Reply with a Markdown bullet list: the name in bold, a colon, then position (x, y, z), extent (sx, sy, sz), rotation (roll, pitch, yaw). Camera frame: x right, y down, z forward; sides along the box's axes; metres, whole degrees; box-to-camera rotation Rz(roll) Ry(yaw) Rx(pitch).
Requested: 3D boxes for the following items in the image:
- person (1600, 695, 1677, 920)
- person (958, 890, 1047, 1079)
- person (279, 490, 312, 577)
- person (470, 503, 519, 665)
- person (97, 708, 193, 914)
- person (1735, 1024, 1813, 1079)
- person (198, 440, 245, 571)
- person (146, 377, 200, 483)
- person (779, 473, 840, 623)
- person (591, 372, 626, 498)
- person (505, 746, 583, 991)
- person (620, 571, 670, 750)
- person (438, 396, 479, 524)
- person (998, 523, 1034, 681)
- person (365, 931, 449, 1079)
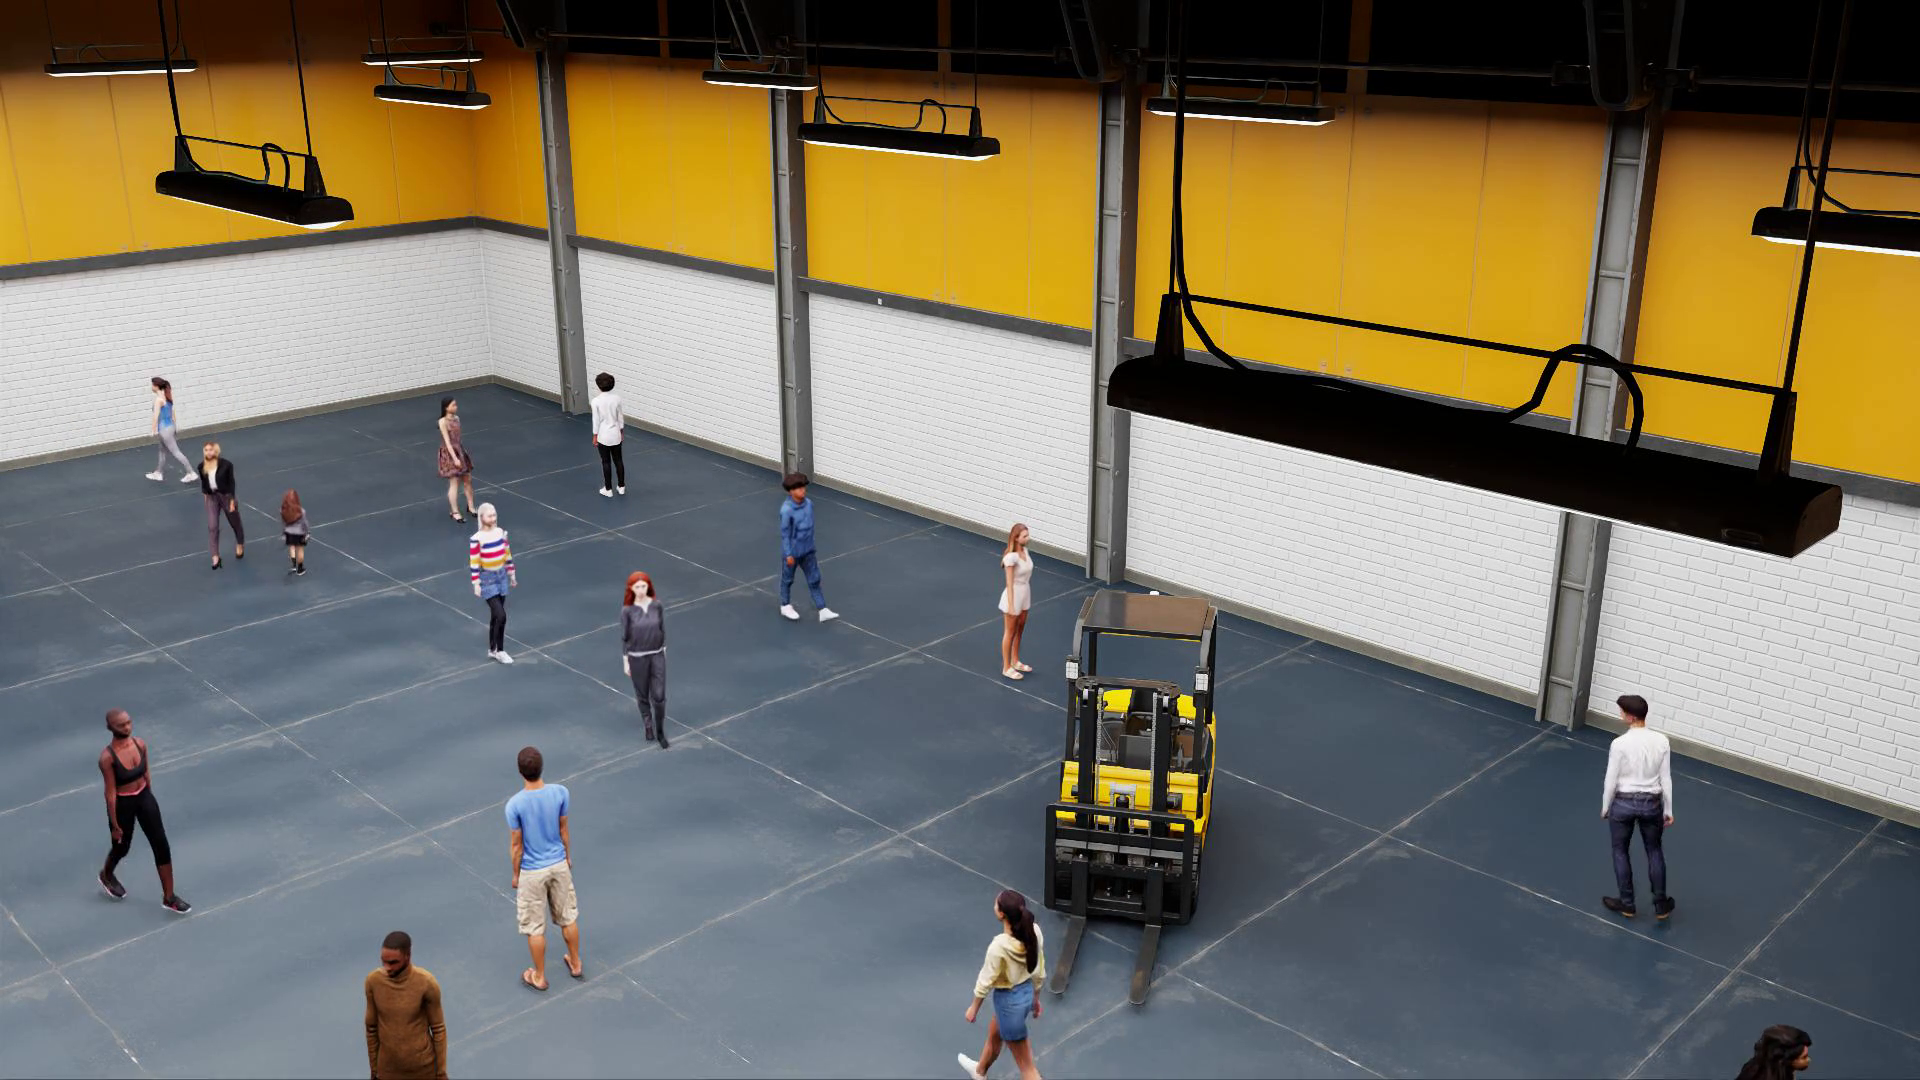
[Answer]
- **person**: position (5.364, 2.118, 13.049), extent (0.897, 1.841, 0.966), rotation (5, 19, 14)
- **person**: position (0.397, 3.048, 10.691), extent (1.095, 1.584, 0.694), rotation (15, 24, 38)
- **person**: position (-8.322, -0.085, 20.755), extent (0.570, 1.099, 0.627), rotation (-1, 19, -2)
- **person**: position (-5.133, 0.451, 18.066), extent (0.764, 1.799, 0.747), rotation (10, 21, 28)
- **person**: position (-6.637, 2.139, 13.179), extent (1.247, 1.718, 0.848), rotation (10, 21, 27)
- **person**: position (4.488, 3.443, 9.477), extent (0.733, 1.611, 0.682), rotation (10, 21, 27)
- **person**: position (-9.314, -0.474, 21.078), extent (0.989, 1.630, 1.122), rotation (-3, 19, -8)
- **person**: position (-11.598, -1.583, 24.458), extent (1.070, 1.575, 1.015), rotation (0, 19, 0)
- **person**: position (-1.931, 0.086, 19.182), extent (1.052, 1.779, 0.691), rotation (17, 25, 41)
- **person**: position (-5.047, -1.528, 23.926), extent (0.672, 1.809, 0.631), rotation (-12, 22, -32)
- **person**: position (-3.059, 2.394, 12.199), extent (0.681, 1.862, 0.595), rotation (-13, 23, -34)
- **person**: position (-3.070, 1.126, 16.130), extent (0.762, 1.755, 0.868), rotation (-7, 20, -19)
- **person**: position (-6.954, -1.096, 22.708), extent (0.816, 1.769, 0.802), rotation (5, 19, 14)
- **person**: position (0.598, 0.622, 17.719), extent (0.627, 1.696, 0.619), rotation (11, 22, 29)
- **person**: position (-3.319, 3.151, 10.023), extent (0.702, 1.816, 0.775), rotation (1, 19, 3)
